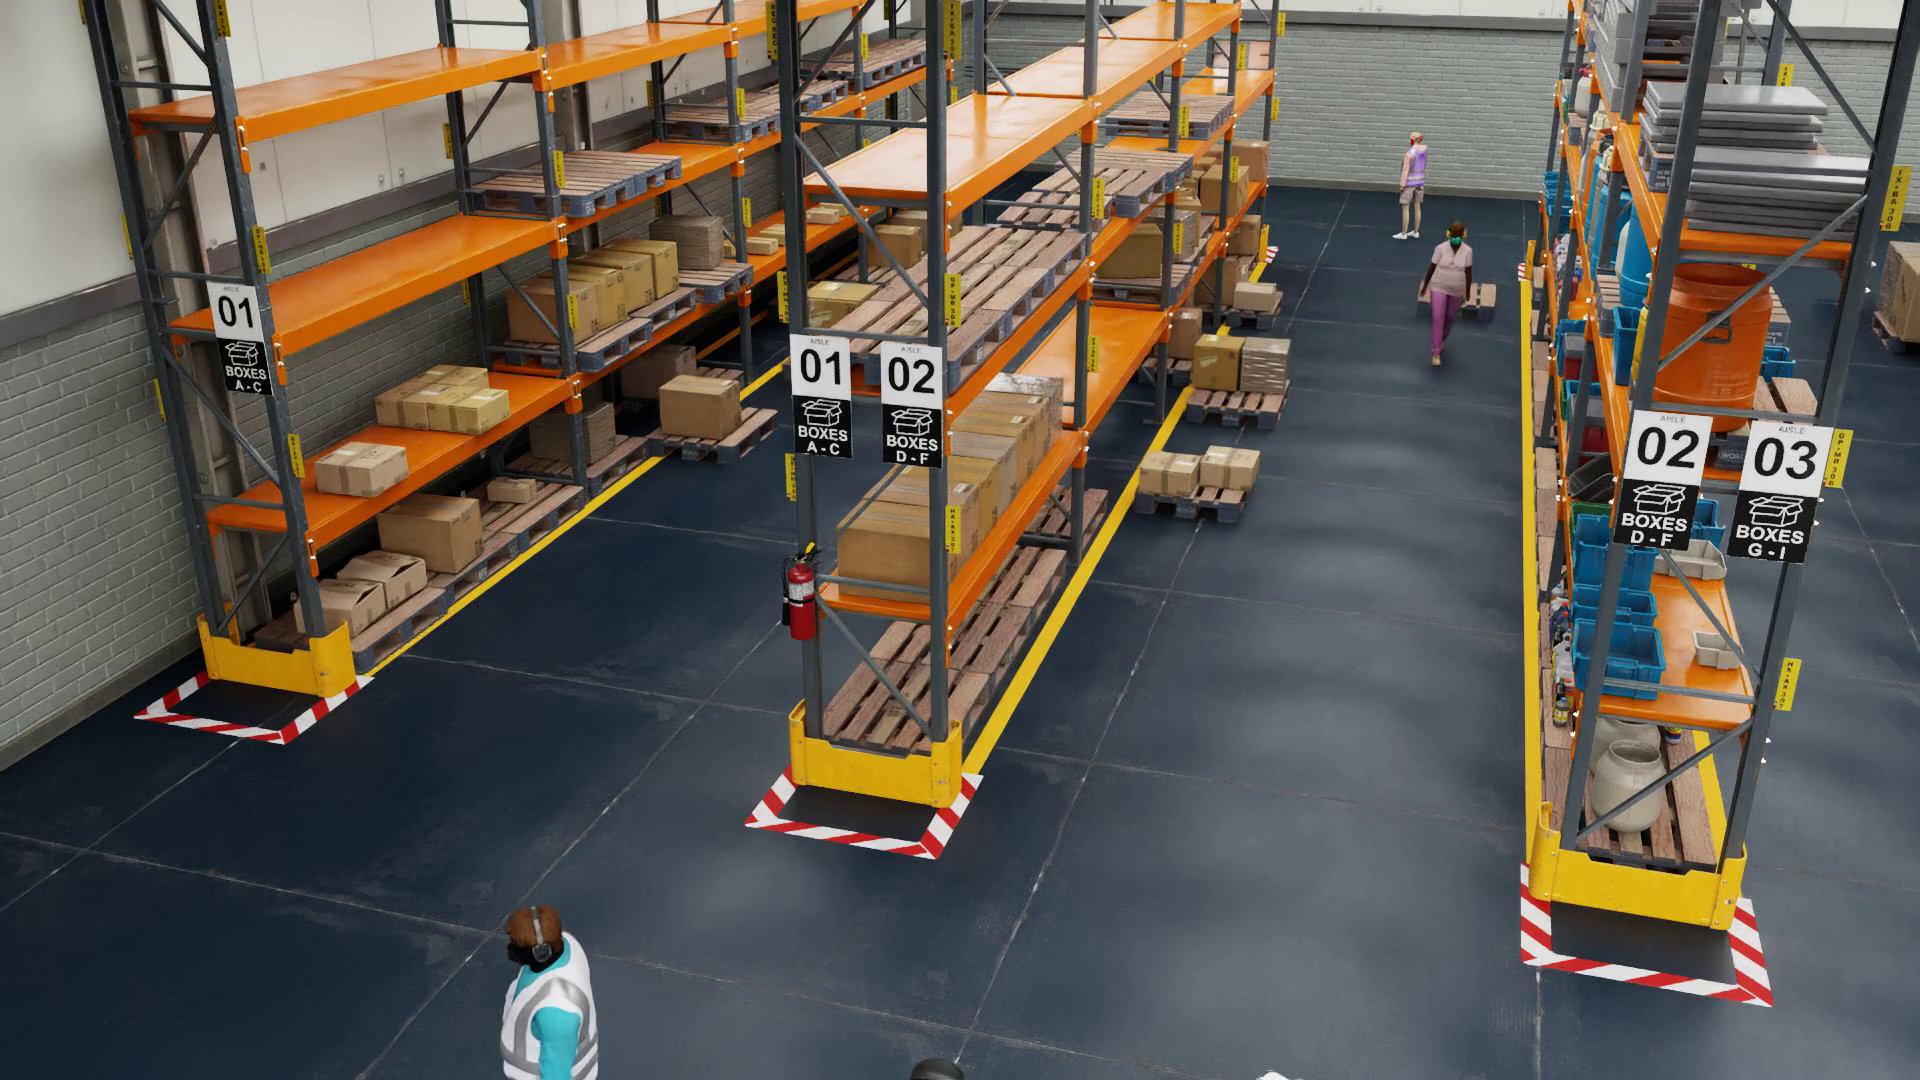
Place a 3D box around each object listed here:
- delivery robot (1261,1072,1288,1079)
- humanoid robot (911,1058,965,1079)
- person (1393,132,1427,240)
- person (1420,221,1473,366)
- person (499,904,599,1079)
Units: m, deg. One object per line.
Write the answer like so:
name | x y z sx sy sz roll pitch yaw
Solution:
delivery robot | 1.715 2.927 8.031 0.802 0.601 0.499 21 31 40
humanoid robot | -0.116 2.809 6.878 0.374 1.650 0.584 3 24 7
person | 7.179 -5.618 26.411 0.492 1.688 0.348 -14 27 -29
person | 5.980 -3.101 20.491 0.595 1.749 0.914 2 23 5
person | -1.854 2.433 7.556 0.443 1.841 0.634 -5 24 -11
